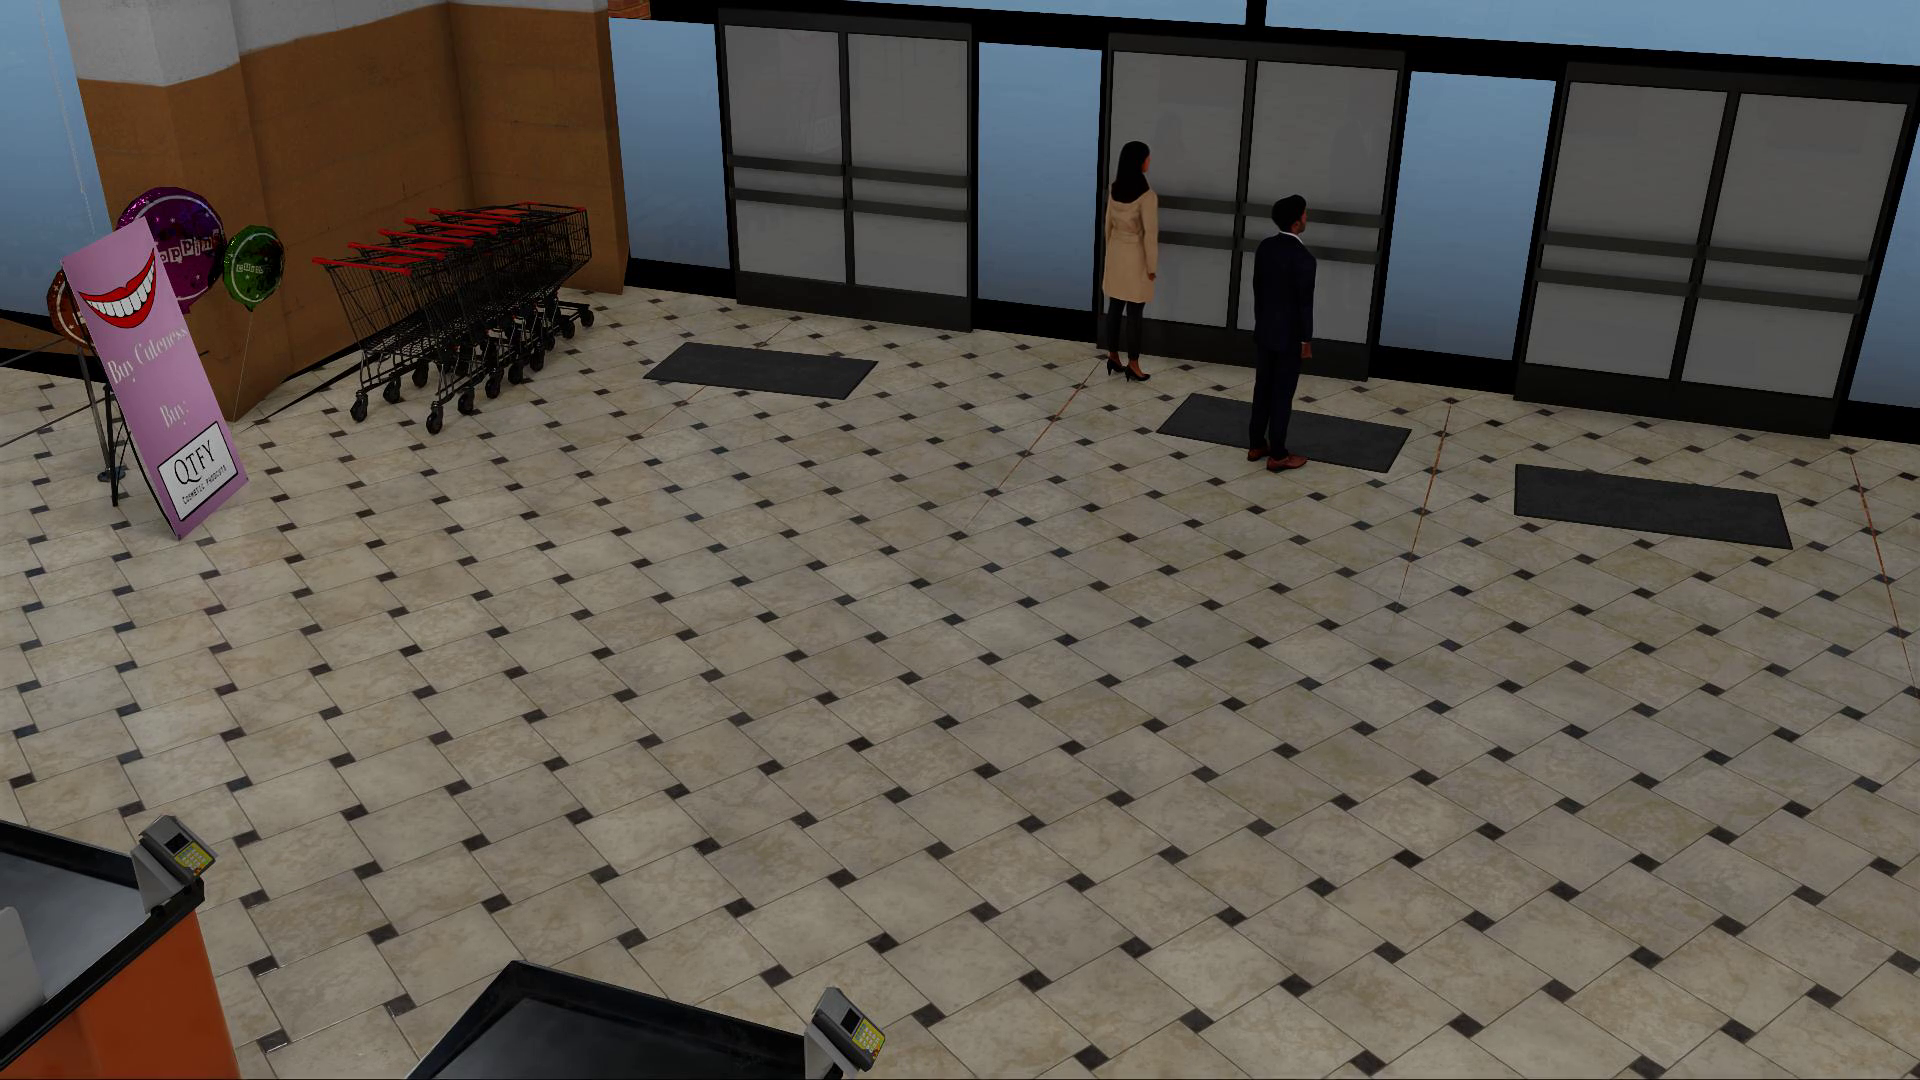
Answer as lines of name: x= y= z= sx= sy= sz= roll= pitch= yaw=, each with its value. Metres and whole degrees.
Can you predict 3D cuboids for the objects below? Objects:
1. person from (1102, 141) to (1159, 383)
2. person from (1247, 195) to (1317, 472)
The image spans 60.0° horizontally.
person: x=1.182 y=-1.934 z=11.590 sx=0.723 sy=1.682 sz=0.713 roll=-19 pitch=32 yaw=-32
person: x=1.968 y=-1.271 z=10.235 sx=0.736 sy=1.726 sz=0.708 roll=-16 pitch=31 yaw=-29
